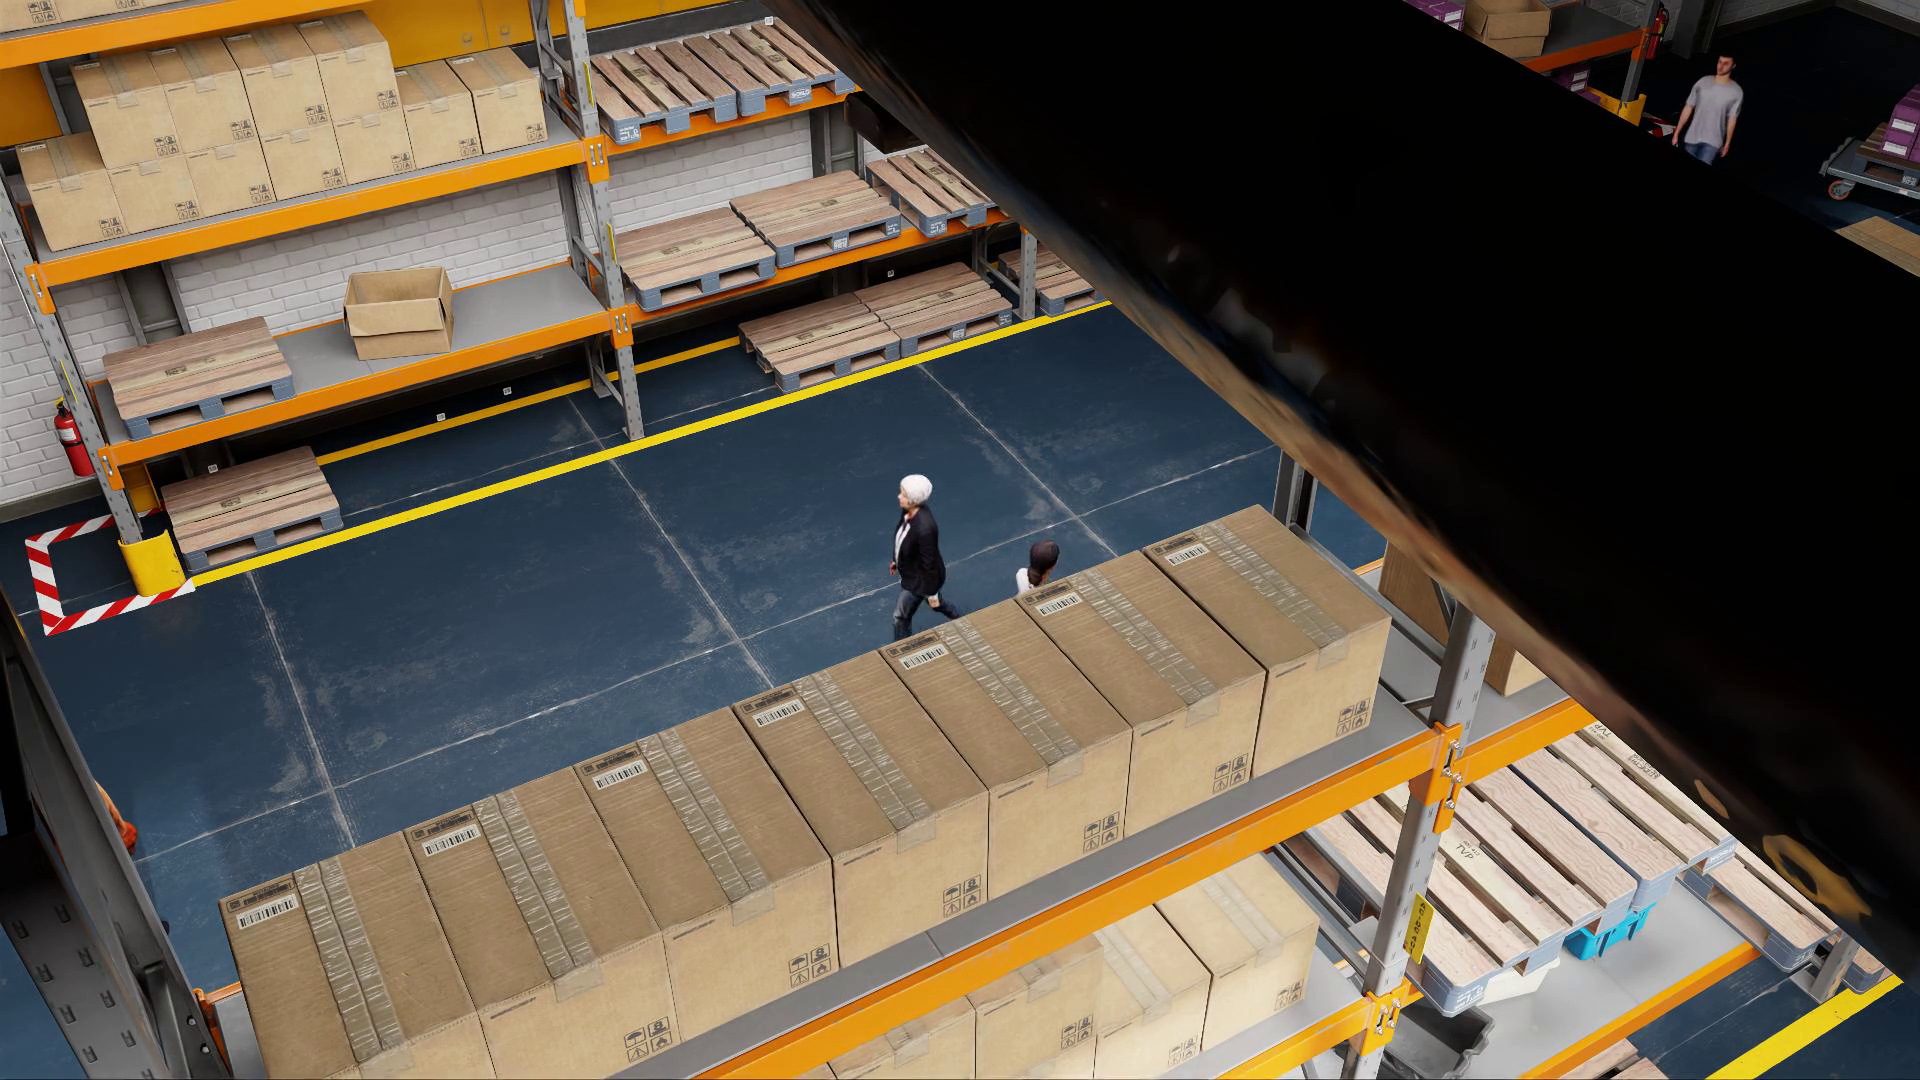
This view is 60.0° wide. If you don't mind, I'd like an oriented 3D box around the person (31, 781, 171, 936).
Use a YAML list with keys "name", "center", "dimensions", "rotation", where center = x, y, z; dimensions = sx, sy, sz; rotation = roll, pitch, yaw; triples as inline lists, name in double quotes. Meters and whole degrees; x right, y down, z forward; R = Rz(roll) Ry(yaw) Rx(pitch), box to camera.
- name: "person"
  center: [-5.049, 1.829, 9.675]
  dimensions: [0.574, 1.719, 0.776]
  rotation: [-14, 41, -17]

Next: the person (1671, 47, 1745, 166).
- name: "person"
  center: [7.679, -4.146, 17.061]
  dimensions: [1.277, 1.838, 0.899]
  rotation: [-31, 48, -33]

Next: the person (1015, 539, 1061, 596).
- name: "person"
  center: [0.449, 0.748, 11.019]
  dimensions: [0.874, 1.731, 1.179]
  rotation: [26, 46, 29]

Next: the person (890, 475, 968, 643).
- name: "person"
  center: [-0.174, 0.277, 11.823]
  dimensions: [1.206, 1.750, 1.012]
  rotation: [-4, 39, -6]
